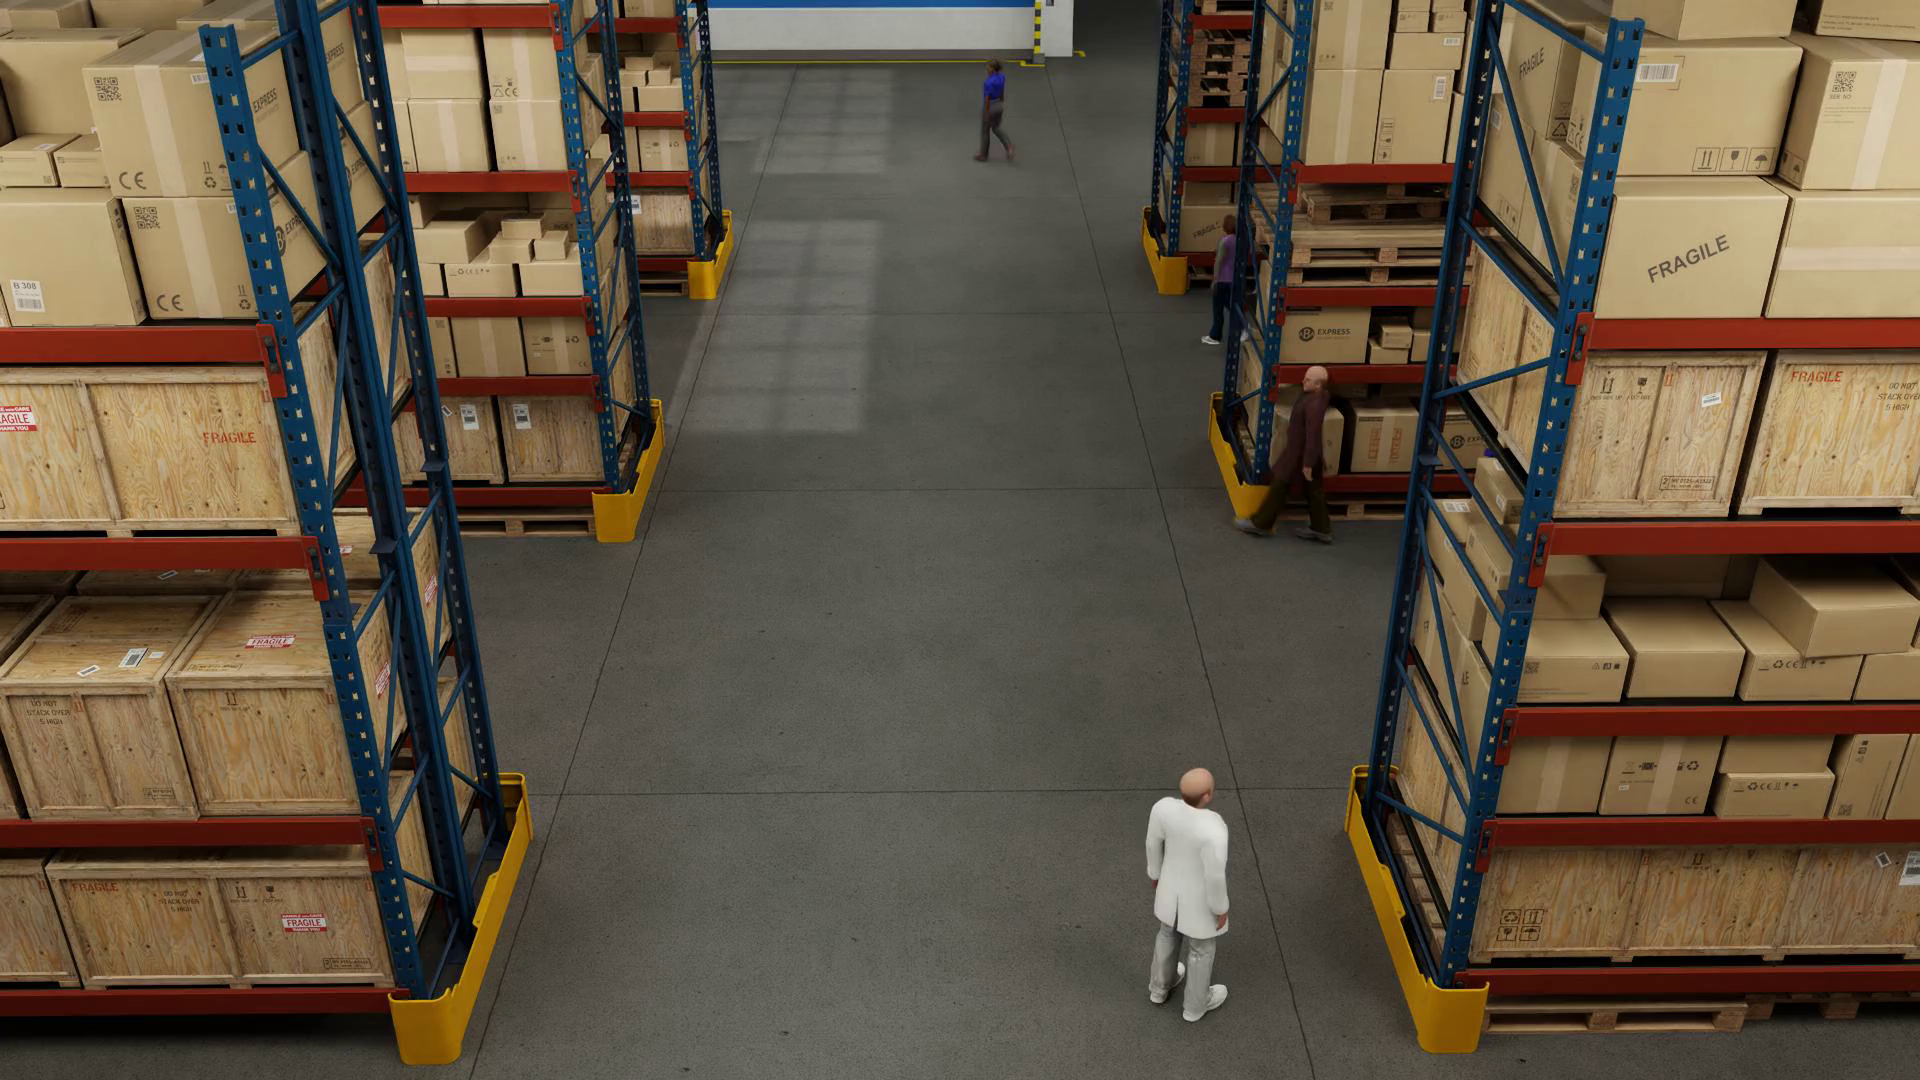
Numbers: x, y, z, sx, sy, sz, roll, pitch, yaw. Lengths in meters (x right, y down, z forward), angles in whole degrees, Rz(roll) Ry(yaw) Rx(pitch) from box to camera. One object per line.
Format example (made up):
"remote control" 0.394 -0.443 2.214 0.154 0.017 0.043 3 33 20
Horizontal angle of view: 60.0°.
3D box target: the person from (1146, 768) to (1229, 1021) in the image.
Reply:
"person" 1.412 2.082 10.013 0.575 1.781 0.402 23 36 36

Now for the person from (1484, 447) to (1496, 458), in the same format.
"person" 4.609 -0.400 14.733 0.622 1.642 0.456 4 29 8

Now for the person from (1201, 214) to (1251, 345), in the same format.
"person" 3.226 -3.068 19.774 0.456 1.593 0.574 -17 33 -29

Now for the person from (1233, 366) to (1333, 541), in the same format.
"person" 3.091 -0.828 15.416 0.906 1.753 0.607 14 31 24

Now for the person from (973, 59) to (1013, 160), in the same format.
"person" 0.532 -6.976 26.989 0.694 1.656 0.459 25 37 38
